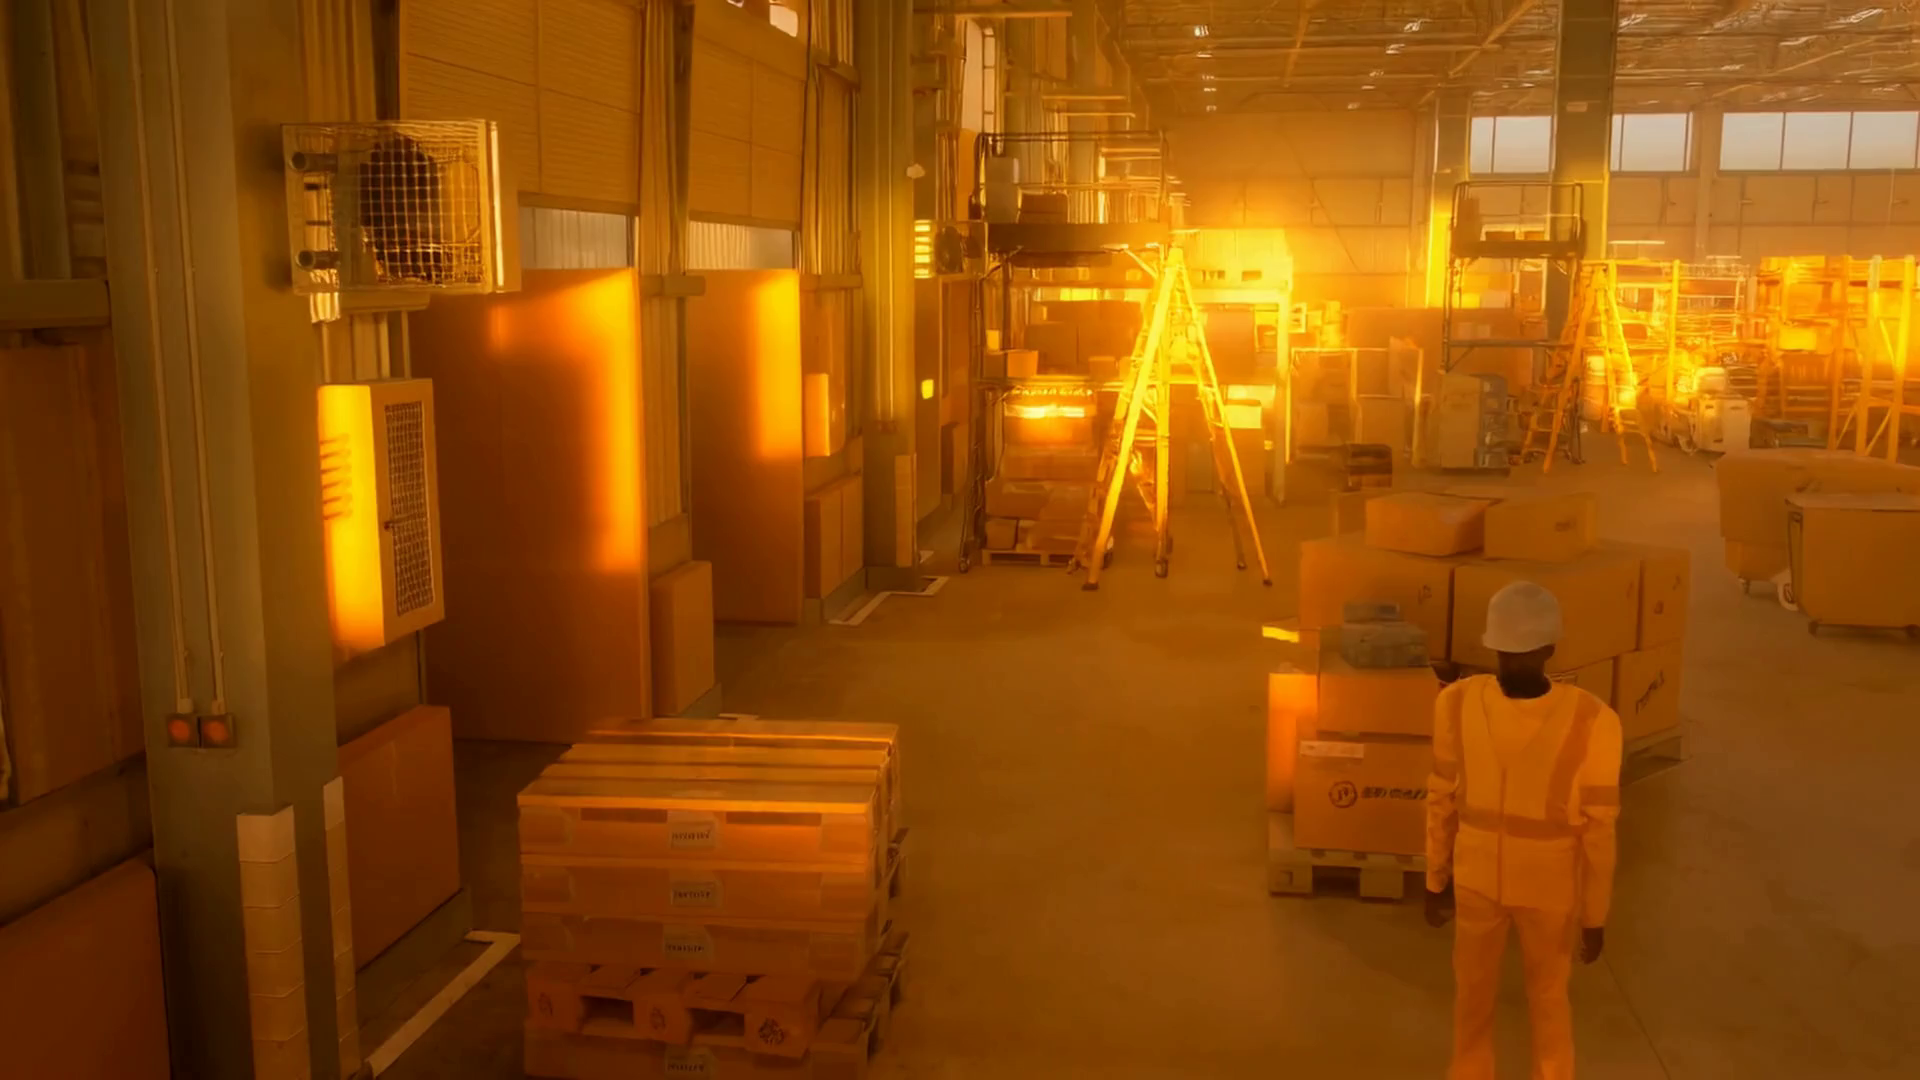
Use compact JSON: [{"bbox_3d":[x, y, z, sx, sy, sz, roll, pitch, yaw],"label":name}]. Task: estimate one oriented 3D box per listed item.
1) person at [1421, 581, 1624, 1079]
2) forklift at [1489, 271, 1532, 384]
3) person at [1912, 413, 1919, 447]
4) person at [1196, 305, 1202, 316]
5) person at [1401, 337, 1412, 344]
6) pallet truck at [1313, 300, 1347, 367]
[{"bbox_3d":[1.722,1.065,5.166,0.591,1.918,0.395,7,12,38],"label":"person"},{"bbox_3d":[13.422,-5.322,41.591,1.873,2.768,1.129,1,9,9],"label":"forklift"},{"bbox_3d":[15.618,-2.354,26.808,0.320,1.739,0.485,9,13,44],"label":"person"},{"bbox_3d":[6.212,-5.198,43.723,0.358,1.938,0.542,-8,12,-40],"label":"person"},{"bbox_3d":[7.982,-2.831,29.995,0.549,1.642,0.888,-5,10,-27],"label":"person"},{"bbox_3d":[11.159,-6.200,49.718,0.823,1.965,1.885,4,10,26],"label":"pallet truck"}]
